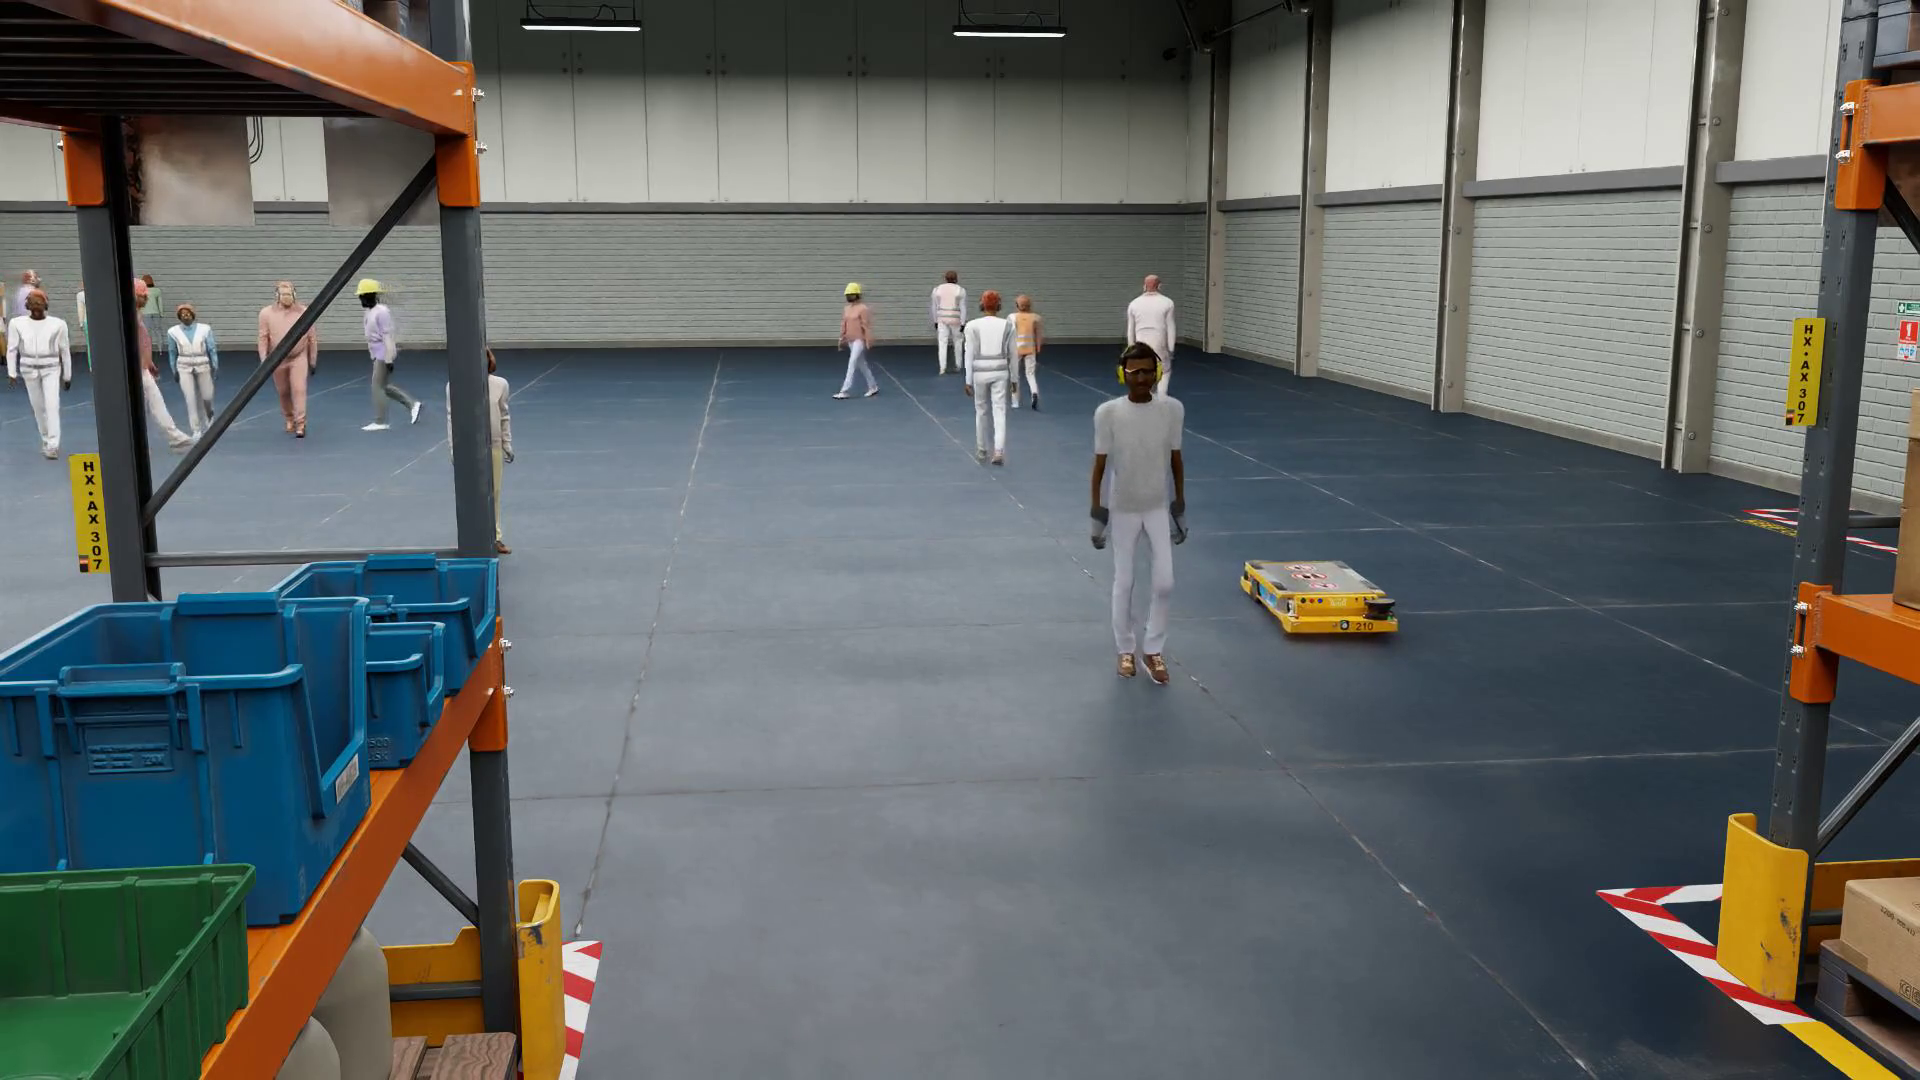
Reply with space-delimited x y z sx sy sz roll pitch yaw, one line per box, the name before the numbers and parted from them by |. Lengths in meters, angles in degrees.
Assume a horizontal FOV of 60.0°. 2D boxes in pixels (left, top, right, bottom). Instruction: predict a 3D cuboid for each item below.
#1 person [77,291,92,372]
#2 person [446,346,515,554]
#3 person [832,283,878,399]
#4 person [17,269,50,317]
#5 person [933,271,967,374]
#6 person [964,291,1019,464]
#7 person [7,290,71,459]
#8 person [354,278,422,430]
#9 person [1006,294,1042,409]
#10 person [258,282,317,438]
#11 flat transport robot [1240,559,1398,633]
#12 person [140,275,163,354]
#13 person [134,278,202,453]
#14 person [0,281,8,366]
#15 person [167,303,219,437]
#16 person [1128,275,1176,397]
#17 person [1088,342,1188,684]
person | -15.399 -3.866 29.620 0.524 1.769 0.325 -3 11 -15
person | -3.607 -0.683 12.540 0.510 1.633 0.277 -9 14 -41
person | -1.557 -2.978 24.885 0.919 1.724 0.542 -9 14 -41
person | -14.472 -3.289 26.092 0.431 1.894 0.669 -10 14 -43
person | -0.159 -3.855 29.462 0.642 1.802 0.927 2 11 13
person | 0.343 -1.742 17.781 0.591 1.843 0.977 -1 10 -6
person | -10.083 -1.821 18.256 0.591 1.837 0.999 -3 11 -18
person | -7.161 -2.327 20.838 0.729 1.898 0.599 -7 12 -32
person | 0.899 -2.609 23.152 0.523 1.620 0.648 -2 11 -11
person | -8.172 -2.204 20.241 0.650 1.875 0.920 -3 11 -15
flat transport robot | 2.272 0.341 10.659 0.652 0.197 1.431 0 10 -3
person | -16.546 -4.595 33.982 0.505 1.633 0.279 -9 14 -41
person | -8.976 -1.906 18.381 0.996 1.946 0.615 -6 12 -32
person | -18.078 -4.205 31.014 0.358 1.937 0.544 9 13 39
person | -9.191 -2.036 19.966 0.544 1.620 0.530 -4 11 -23
person | 2.588 -2.593 22.271 0.681 1.891 0.557 4 11 22
person | 0.970 -0.138 8.960 0.566 1.845 0.636 -1 10 -4
